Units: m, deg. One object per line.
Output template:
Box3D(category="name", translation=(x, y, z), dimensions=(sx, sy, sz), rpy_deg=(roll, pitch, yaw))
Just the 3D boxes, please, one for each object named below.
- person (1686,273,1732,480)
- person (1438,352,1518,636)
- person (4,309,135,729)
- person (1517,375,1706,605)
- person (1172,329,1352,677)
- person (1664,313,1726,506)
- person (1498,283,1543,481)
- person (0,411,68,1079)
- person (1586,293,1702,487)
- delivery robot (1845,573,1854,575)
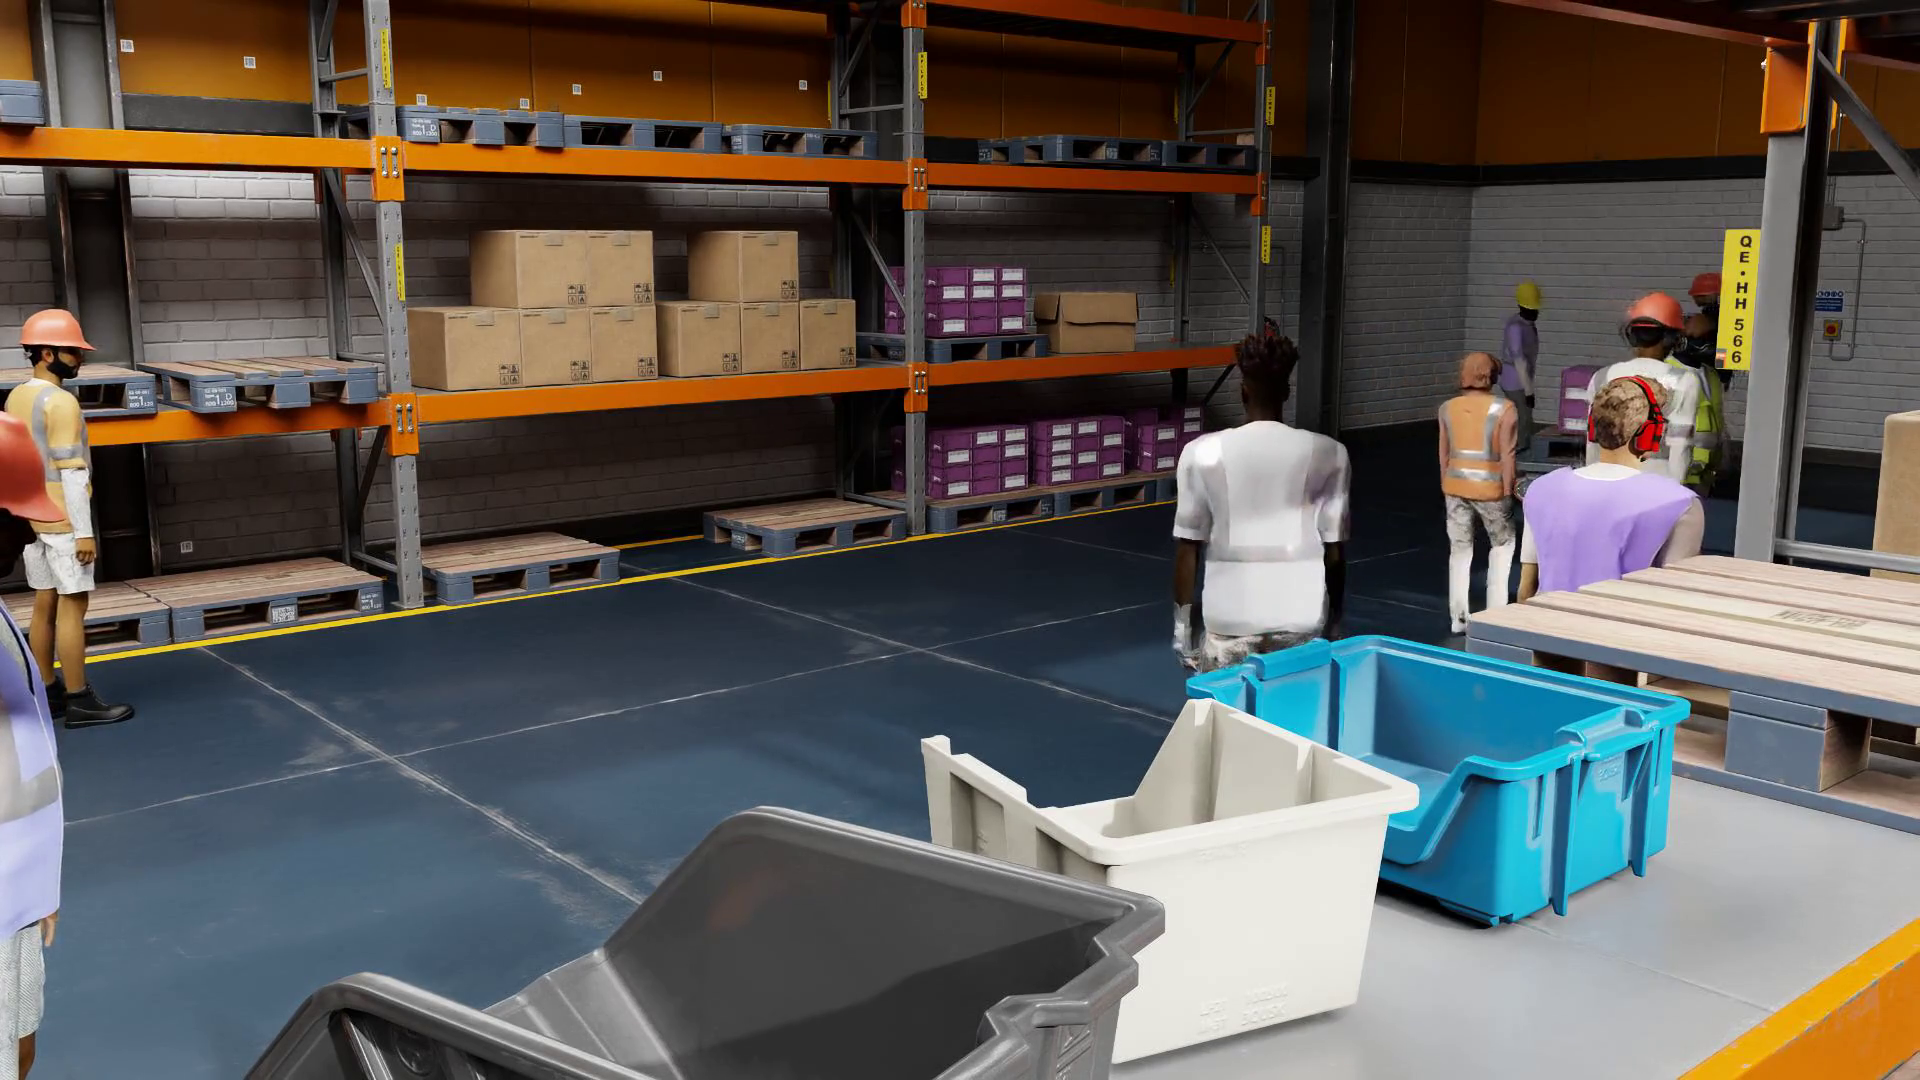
Box3D(category="person", translation=(7.100, -1.542, 15.760), dimensions=(0.537, 1.957, 0.648), rpy_deg=(8, 13, 40))
Box3D(category="person", translation=(2.979, -0.263, 9.521), dimensions=(0.549, 1.614, 0.532), rpy_deg=(-9, 14, -42))
Box3D(category="person", translation=(-4.167, -0.096, 7.725), dimensions=(0.547, 1.934, 0.376), rpy_deg=(8, 13, 37))
Box3D(category="person", translation=(1.941, 0.425, 5.053), dimensions=(0.392, 1.846, 0.564), rpy_deg=(-8, 13, -39))
Box3D(category="person", translation=(1.042, 0.252, 5.758), dimensions=(0.607, 1.949, 0.533), rpy_deg=(1, 10, 8))
Box3D(category="person", translation=(4.139, -0.367, 9.539), dimensions=(0.645, 1.843, 0.429), rpy_deg=(-7, 12, -34))
Box3D(category="person", translation=(5.217, -1.449, 15.469), dimensions=(0.407, 1.873, 0.635), rpy_deg=(4, 11, 22))
Box3D(category="person", translation=(-1.887, 0.705, 3.260), dimensions=(0.373, 1.928, 0.543), rpy_deg=(-3, 11, -18))
Box3D(category="person", translation=(3.449, -0.252, 8.451), dimensions=(1.095, 1.985, 0.627), rpy_deg=(-8, 13, -38))
Box3D(category="delivery robot", translation=(4.495, 0.411, 8.485), dimensions=(0.477, 0.478, 0.707), rpy_deg=(-1, 10, -4))
